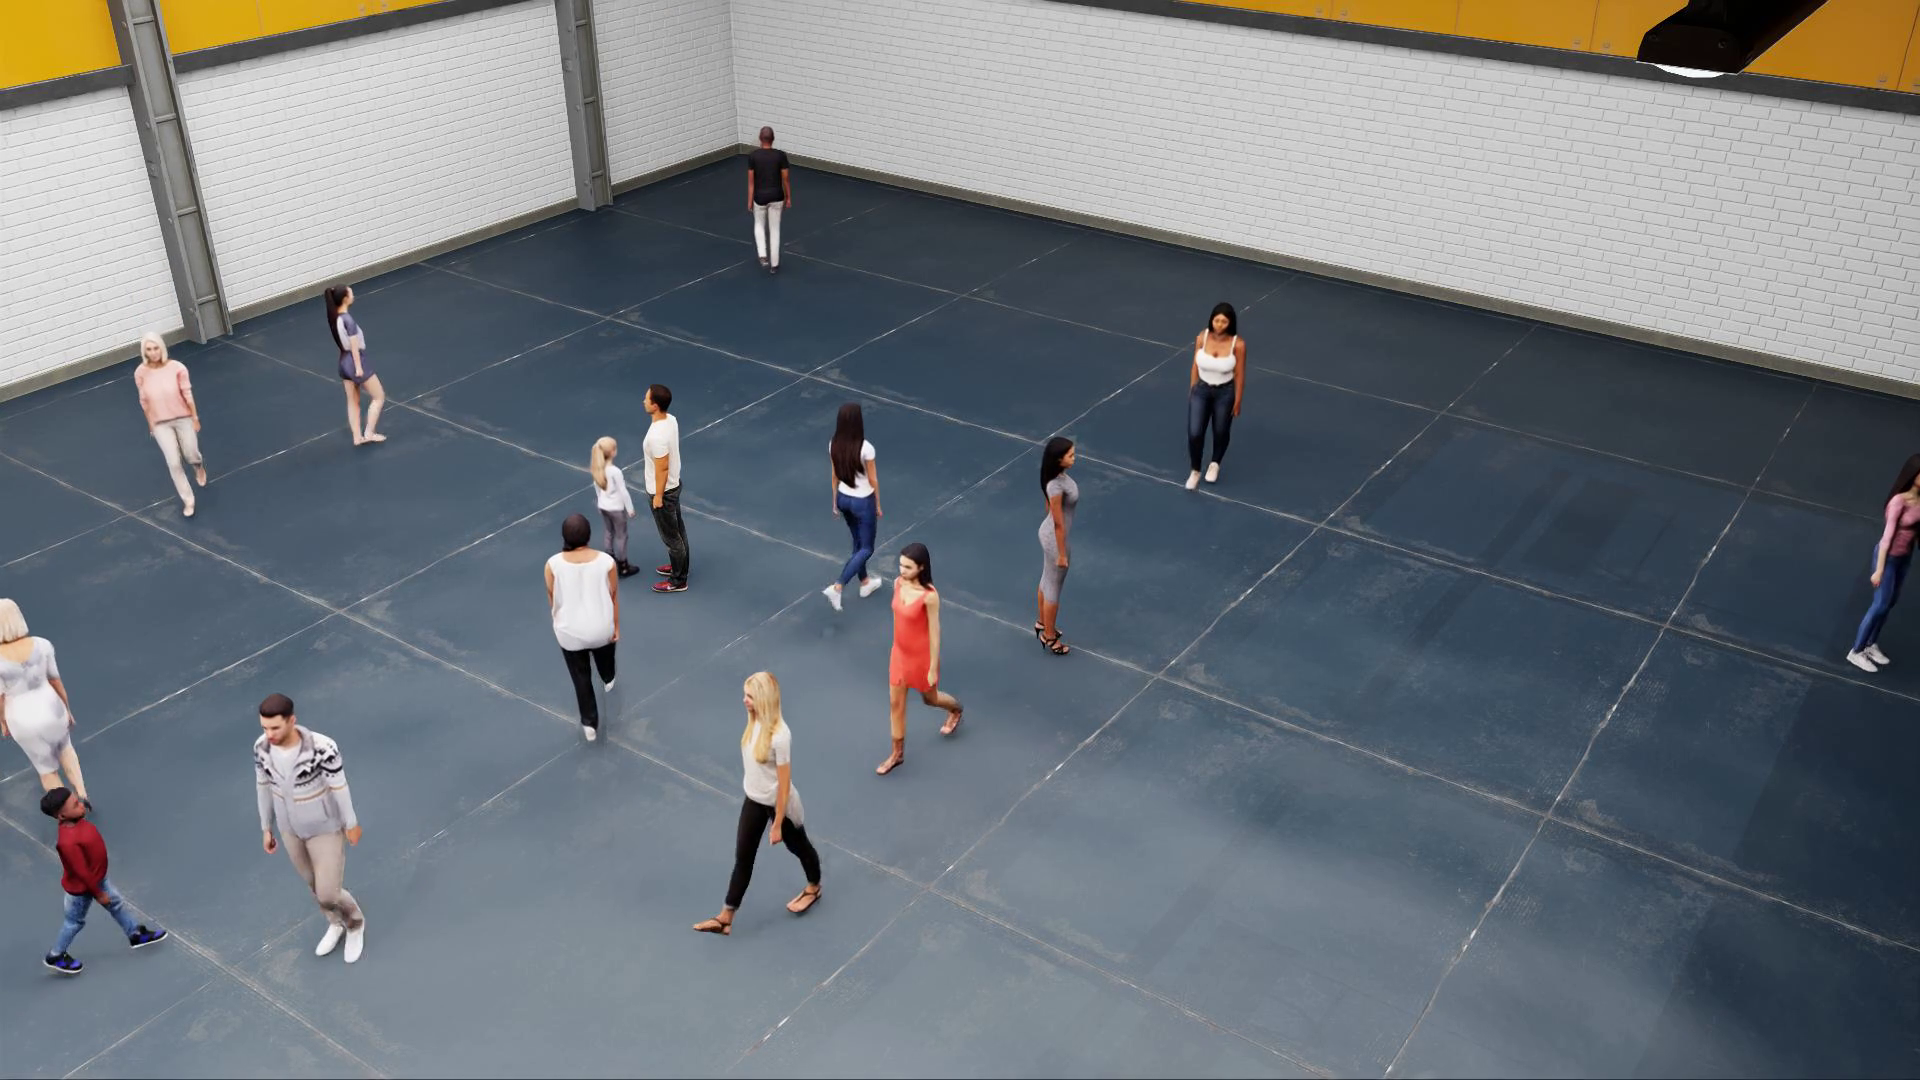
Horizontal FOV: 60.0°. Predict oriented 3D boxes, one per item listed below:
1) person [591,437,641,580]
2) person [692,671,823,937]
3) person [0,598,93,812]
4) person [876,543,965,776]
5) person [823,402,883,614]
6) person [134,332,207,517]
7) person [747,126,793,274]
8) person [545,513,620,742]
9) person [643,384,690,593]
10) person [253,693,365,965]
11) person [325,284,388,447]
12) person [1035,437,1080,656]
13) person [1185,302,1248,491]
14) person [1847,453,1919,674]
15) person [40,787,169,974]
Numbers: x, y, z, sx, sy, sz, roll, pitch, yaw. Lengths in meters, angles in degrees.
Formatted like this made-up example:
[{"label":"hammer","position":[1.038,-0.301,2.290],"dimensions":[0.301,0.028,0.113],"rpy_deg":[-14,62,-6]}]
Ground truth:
[{"label":"person","position":[-2.904,-0.260,13.813],"dimensions":[0.519,1.277,0.541],"rpy_deg":[20,35,33]},{"label":"person","position":[-1.032,1.550,9.965],"dimensions":[1.185,1.785,0.842],"rpy_deg":[-22,35,-34]},{"label":"person","position":[-5.897,1.185,10.680],"dimensions":[0.550,1.740,0.664],"rpy_deg":[-25,37,-38]},{"label":"person","position":[-0.246,0.776,11.484],"dimensions":[0.670,1.688,1.099],"rpy_deg":[22,36,35]},{"label":"person","position":[-0.866,-0.229,13.256],"dimensions":[0.617,1.756,0.989],"rpy_deg":[19,34,31]},{"label":"person","position":[-7.038,-1.090,14.882],"dimensions":[0.928,1.711,0.950],"rpy_deg":[-8,30,-15]},{"label":"person","position":[-2.342,-4.135,20.380],"dimensions":[0.877,1.791,0.935],"rpy_deg":[-4,29,-7]},{"label":"person","position":[-2.661,0.640,11.785],"dimensions":[1.123,1.639,1.156],"rpy_deg":[-6,29,-12]},{"label":"person","position":[-2.398,-0.438,13.588],"dimensions":[0.772,1.805,0.671],"rpy_deg":[0,29,0]},{"label":"person","position":[-3.767,1.618,9.783],"dimensions":[0.783,1.839,0.767],"rpy_deg":[6,29,11]},{"label":"person","position":[-5.892,-1.640,15.964],"dimensions":[0.646,1.640,0.618],"rpy_deg":[25,37,38]},{"label":"person","position":[0.721,0.036,12.746],"dimensions":[0.724,1.781,0.645],"rpy_deg":[-2,29,-4]},{"label":"person","position":[2.365,-1.364,15.305],"dimensions":[0.779,1.787,0.881],"rpy_deg":[10,30,18]},{"label":"person","position":[7.066,0.127,12.619],"dimensions":[0.646,1.741,0.744],"rpy_deg":[-15,32,-26]},{"label":"person","position":[-5.183,1.998,9.711],"dimensions":[0.934,1.241,0.840],"rpy_deg":[-7,29,-13]}]
